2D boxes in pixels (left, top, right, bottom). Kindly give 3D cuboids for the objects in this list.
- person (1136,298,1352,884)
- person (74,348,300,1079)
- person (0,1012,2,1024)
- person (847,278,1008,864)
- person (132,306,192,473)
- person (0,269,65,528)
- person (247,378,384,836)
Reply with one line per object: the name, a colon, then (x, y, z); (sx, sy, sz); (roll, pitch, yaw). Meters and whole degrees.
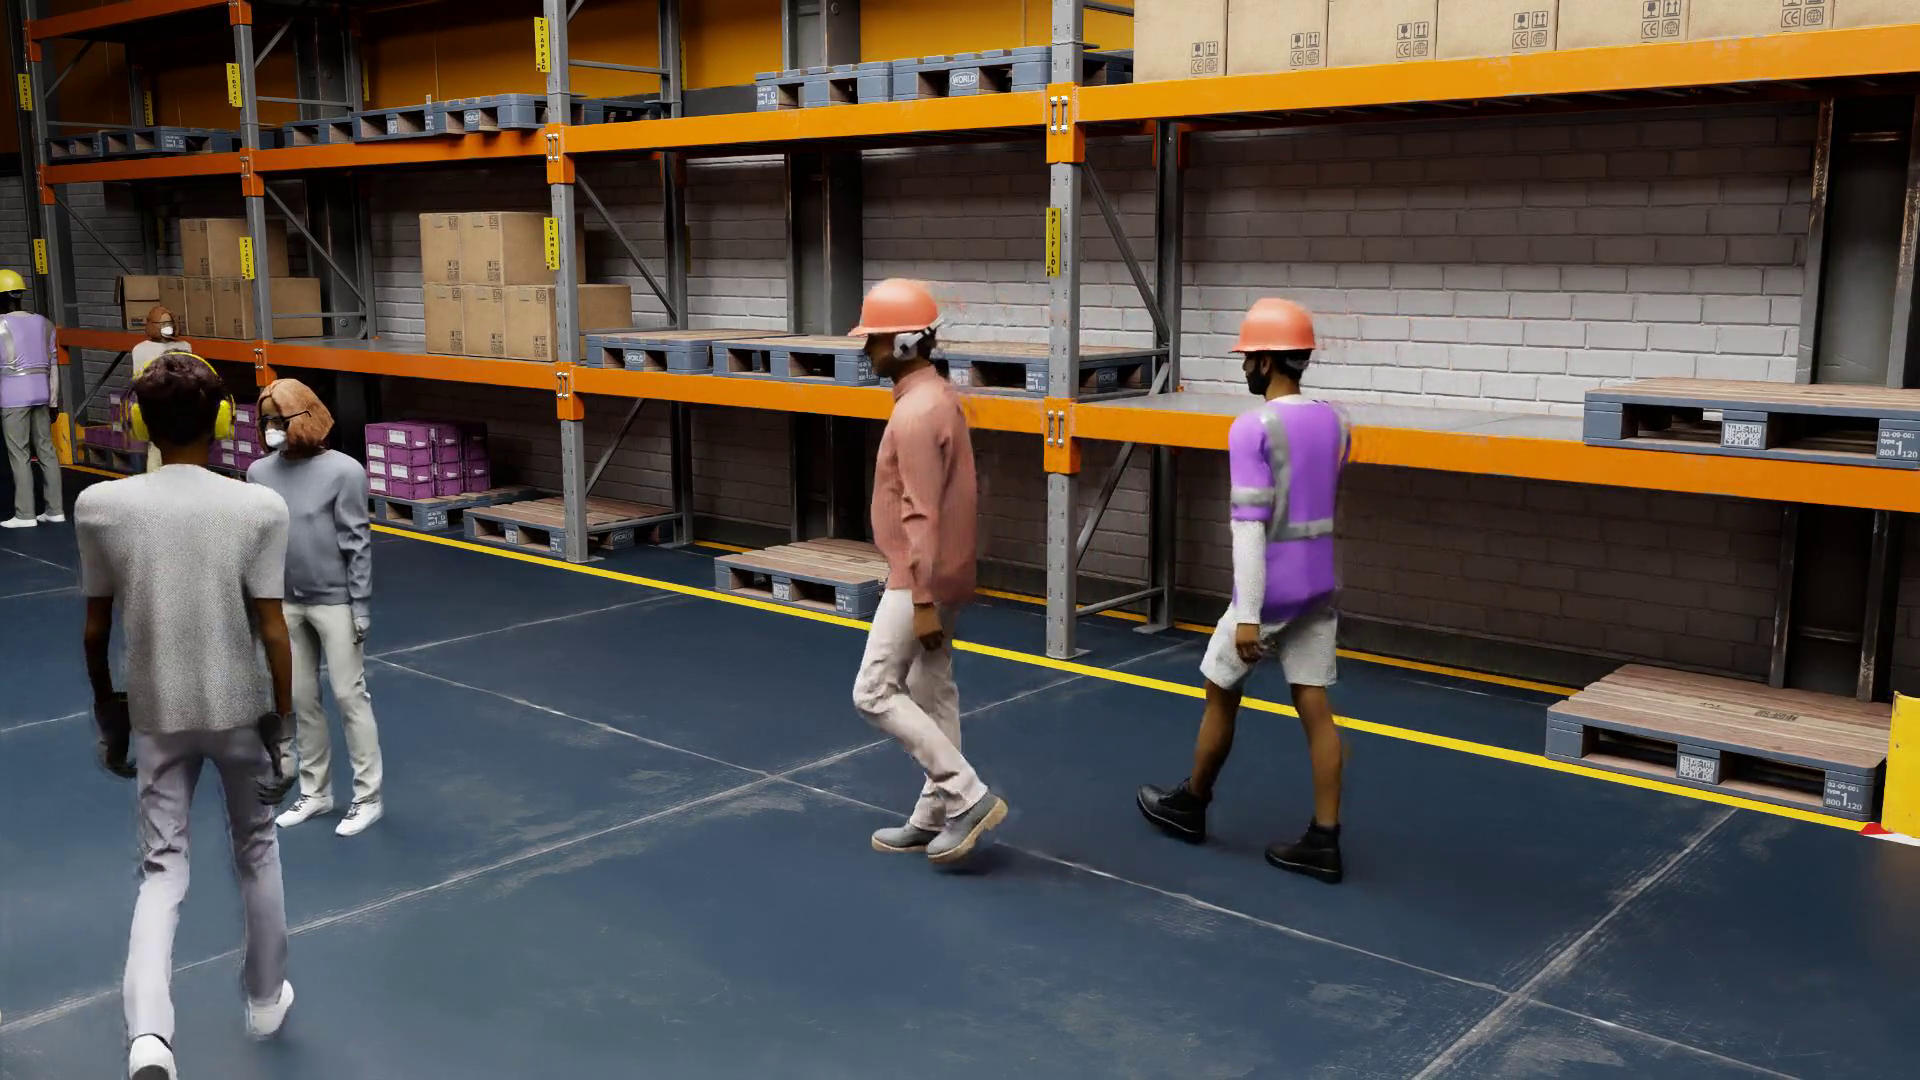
person: (0.984, 0.147, 5.618); (0.577, 1.900, 0.919); (-8, 12, -37)
person: (-1.885, 0.459, 4.074); (0.508, 1.842, 0.850); (-3, 10, -16)
person: (-2.748, 0.365, 4.127); (0.608, 1.996, 0.380); (-7, 12, -36)
person: (-0.137, 0.123, 5.560); (0.458, 1.979, 0.635); (2, 10, 10)
person: (-6.223, -1.018, 13.069); (0.284, 1.626, 0.500); (6, 12, 32)
person: (-7.003, -1.047, 12.406); (0.402, 1.919, 0.588); (4, 11, 21)
person: (-2.308, 0.236, 5.928); (0.510, 1.623, 0.283); (3, 10, 17)
